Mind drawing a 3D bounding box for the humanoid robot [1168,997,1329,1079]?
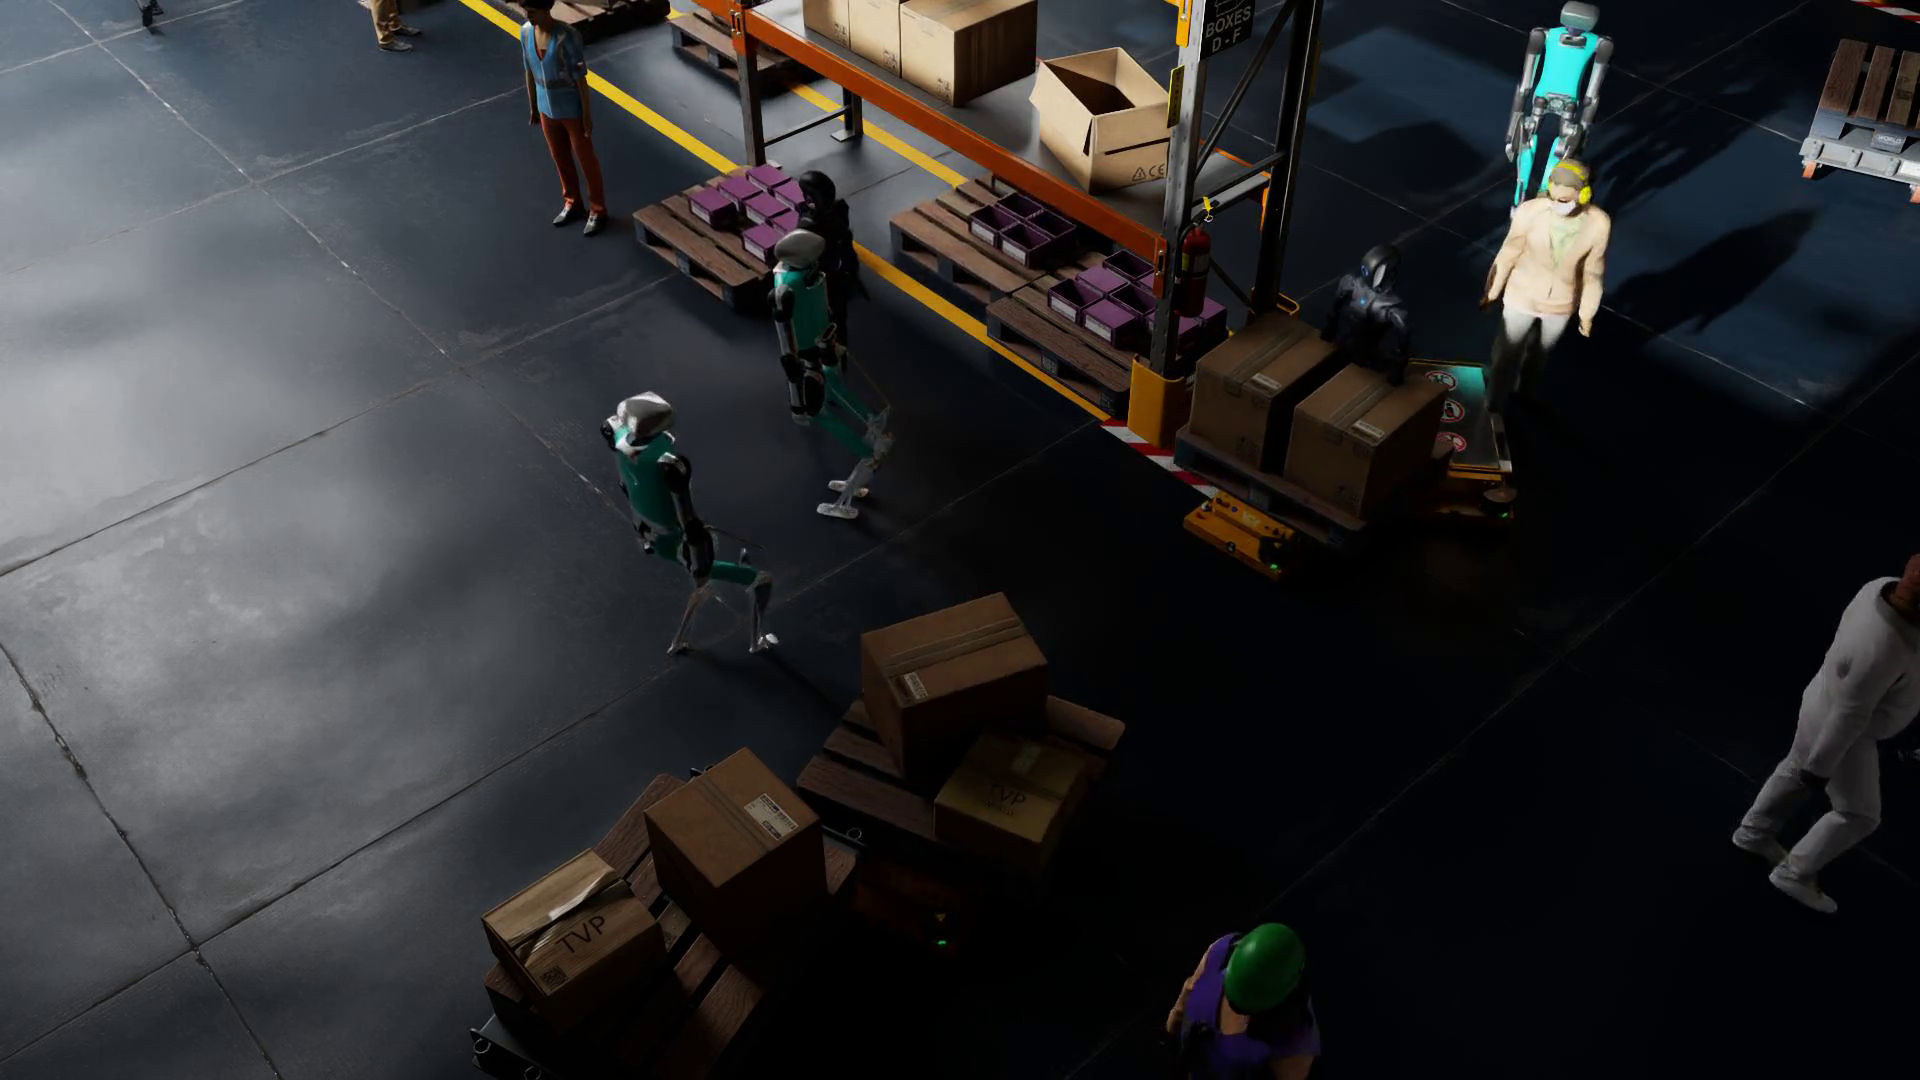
[{"bbox_3d":[0.947,2.086,5.792,0.603,1.628,0.555,18,46,19],"label":"humanoid robot"}]

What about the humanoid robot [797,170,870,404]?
[{"bbox_3d":[-0.777,-1.417,9.599,0.363,1.649,0.594,20,46,21],"label":"humanoid robot"}]

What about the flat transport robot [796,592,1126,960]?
[{"bbox_3d":[-0.010,1.240,7.746,0.659,0.231,1.431,19,46,19],"label":"flat transport robot"}]

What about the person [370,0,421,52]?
[{"bbox_3d":[-4.613,-4.749,13.173,0.342,1.744,0.555,-3,43,-4],"label":"person"}]

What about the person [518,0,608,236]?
[{"bbox_3d":[-2.678,-2.888,11.137,0.504,1.758,0.343,16,45,17],"label":"person"}]

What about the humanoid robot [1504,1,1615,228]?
[{"bbox_3d":[3.781,-2.509,10.731,0.541,1.739,0.919,11,44,12],"label":"humanoid robot"}]

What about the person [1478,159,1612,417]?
[{"bbox_3d":[3.289,-1.330,9.393,0.625,1.846,0.700,6,43,7],"label":"person"}]

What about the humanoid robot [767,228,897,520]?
[{"bbox_3d":[-0.608,-0.820,8.869,0.721,1.747,0.536,14,44,14],"label":"humanoid robot"}]

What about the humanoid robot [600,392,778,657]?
[{"bbox_3d":[-1.234,-0.077,8.132,0.533,1.802,0.815,32,51,30],"label":"humanoid robot"}]

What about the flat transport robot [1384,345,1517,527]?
[{"bbox_3d":[2.843,-0.629,9.779,0.659,0.231,1.431,5,43,5],"label":"flat transport robot"}]

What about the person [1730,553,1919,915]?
[{"bbox_3d":[3.829,0.806,7.027,0.589,1.879,0.662,18,46,18],"label":"person"}]

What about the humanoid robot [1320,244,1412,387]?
[{"bbox_3d":[2.115,-0.874,9.005,0.498,1.645,0.612,-26,48,-25],"label":"humanoid robot"}]

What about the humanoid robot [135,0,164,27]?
[{"bbox_3d":[-6.804,-5.020,13.522,0.610,1.632,0.561,-28,50,-27],"label":"humanoid robot"}]

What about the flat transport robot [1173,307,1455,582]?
[{"bbox_3d":[1.965,-0.326,9.449,0.659,0.231,1.431,32,52,30],"label":"flat transport robot"}]

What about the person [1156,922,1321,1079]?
[{"bbox_3d":[0.917,1.887,5.824,0.571,1.910,0.625,-19,46,-19],"label":"person"}]

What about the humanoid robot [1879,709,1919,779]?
[{"bbox_3d":[4.600,0.467,7.546,0.394,1.649,0.592,-9,43,-10],"label":"humanoid robot"}]
